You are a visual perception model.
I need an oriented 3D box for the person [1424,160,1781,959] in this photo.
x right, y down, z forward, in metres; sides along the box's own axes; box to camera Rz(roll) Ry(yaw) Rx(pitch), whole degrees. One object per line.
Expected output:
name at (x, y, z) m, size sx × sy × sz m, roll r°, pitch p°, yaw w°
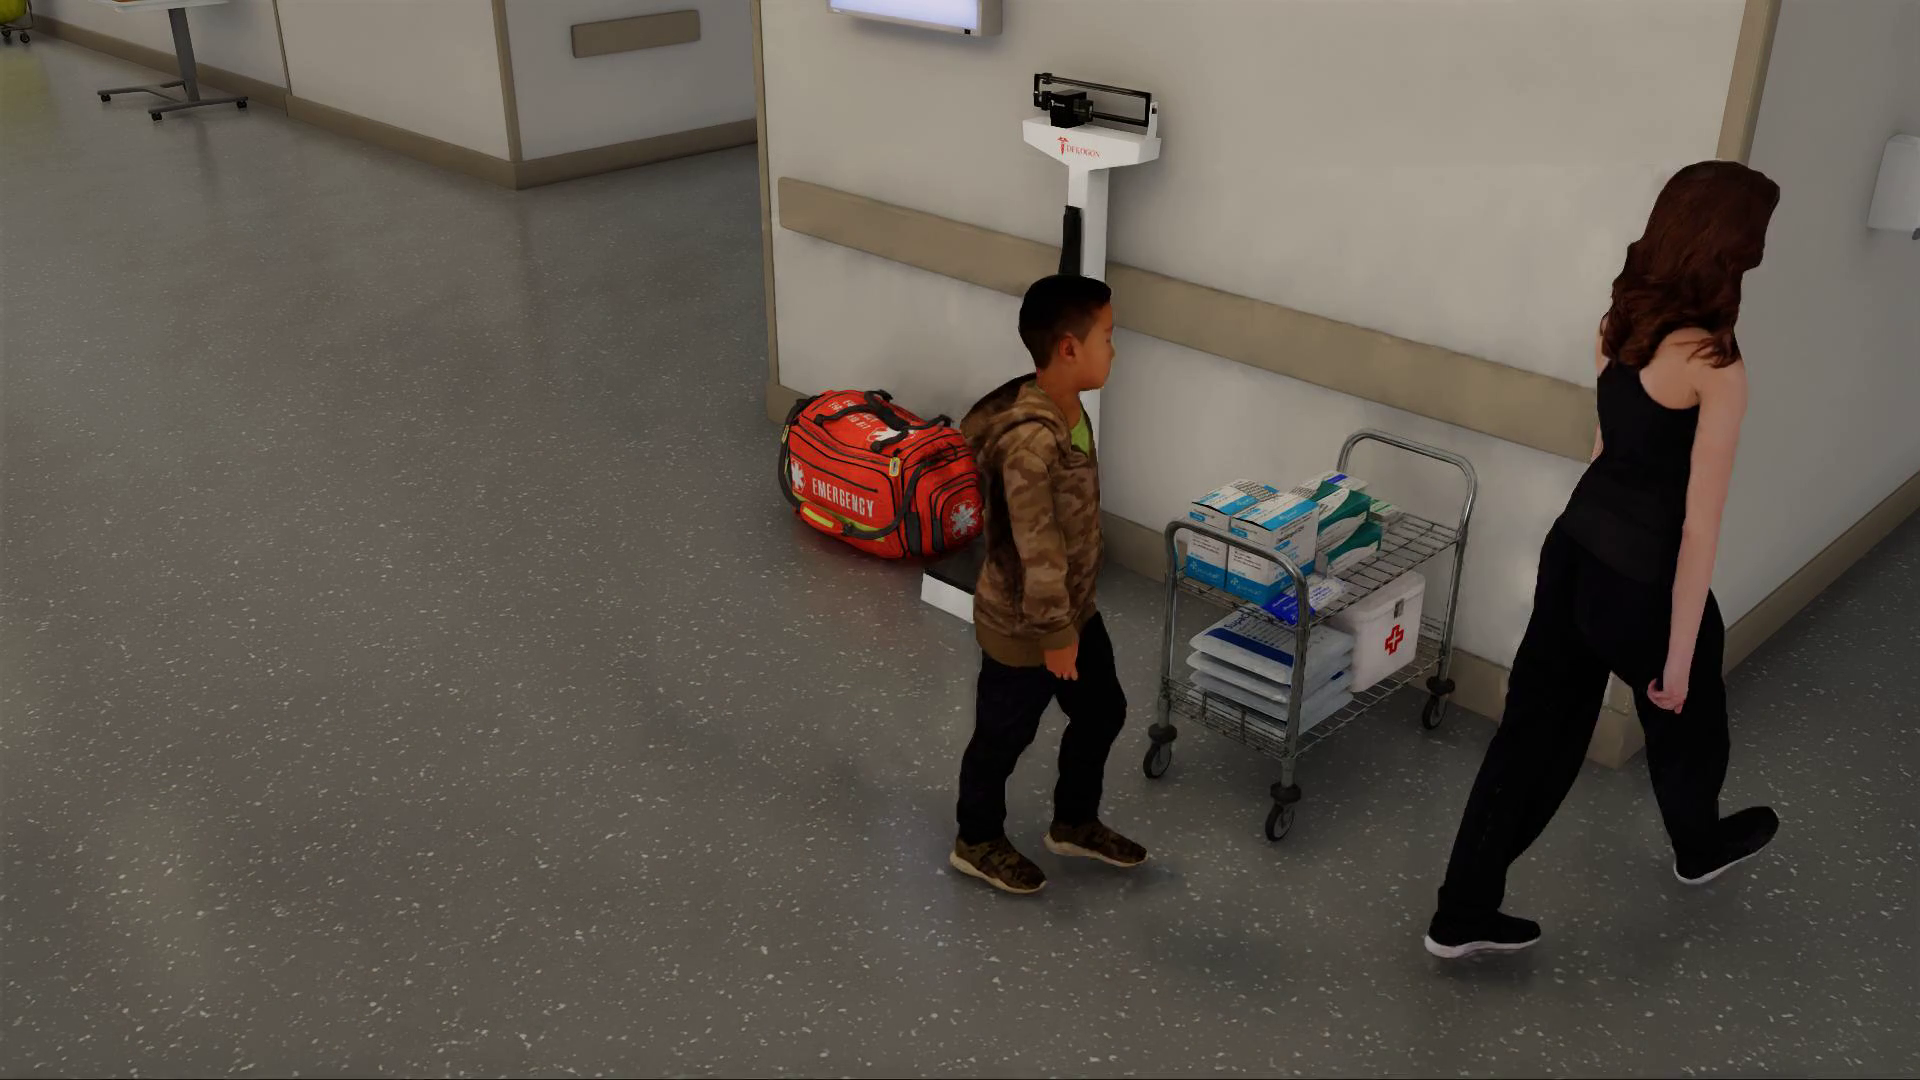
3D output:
person at (1.253, 0.138, 3.394) m, size 0.964 × 1.684 × 1.149 m, roll -9°, pitch 27°, yaw -19°

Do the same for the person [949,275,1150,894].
person at (0.108, 0.124, 3.706) m, size 0.770 × 1.437 × 0.713 m, roll 13°, pitch 29°, yaw 25°
